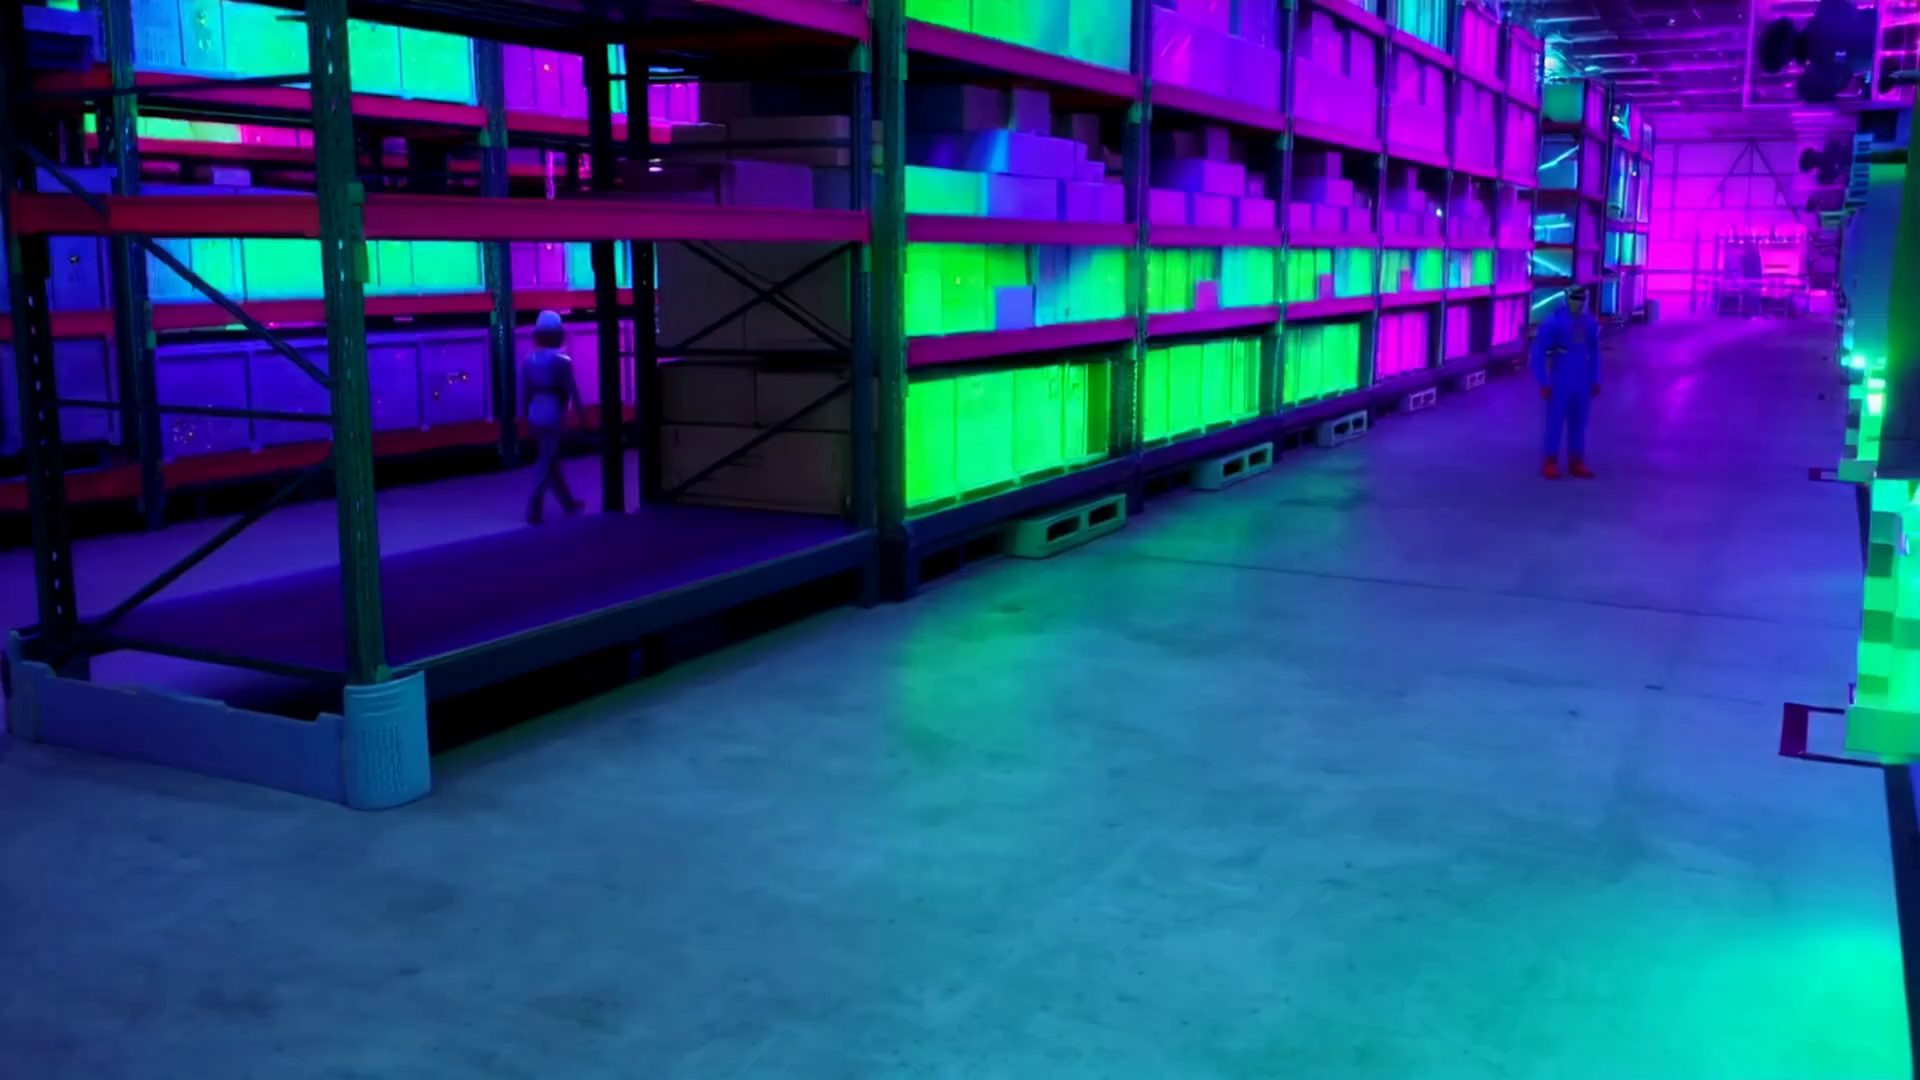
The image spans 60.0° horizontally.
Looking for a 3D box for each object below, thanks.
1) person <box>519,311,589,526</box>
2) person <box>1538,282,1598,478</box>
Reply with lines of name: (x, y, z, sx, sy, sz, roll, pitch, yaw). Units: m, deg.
person: (-3.260, -0.985, 13.463, 0.505, 1.705, 0.868, 7, 12, 34)
person: (5.912, -1.544, 16.147, 0.652, 1.896, 0.402, -3, 10, -18)
